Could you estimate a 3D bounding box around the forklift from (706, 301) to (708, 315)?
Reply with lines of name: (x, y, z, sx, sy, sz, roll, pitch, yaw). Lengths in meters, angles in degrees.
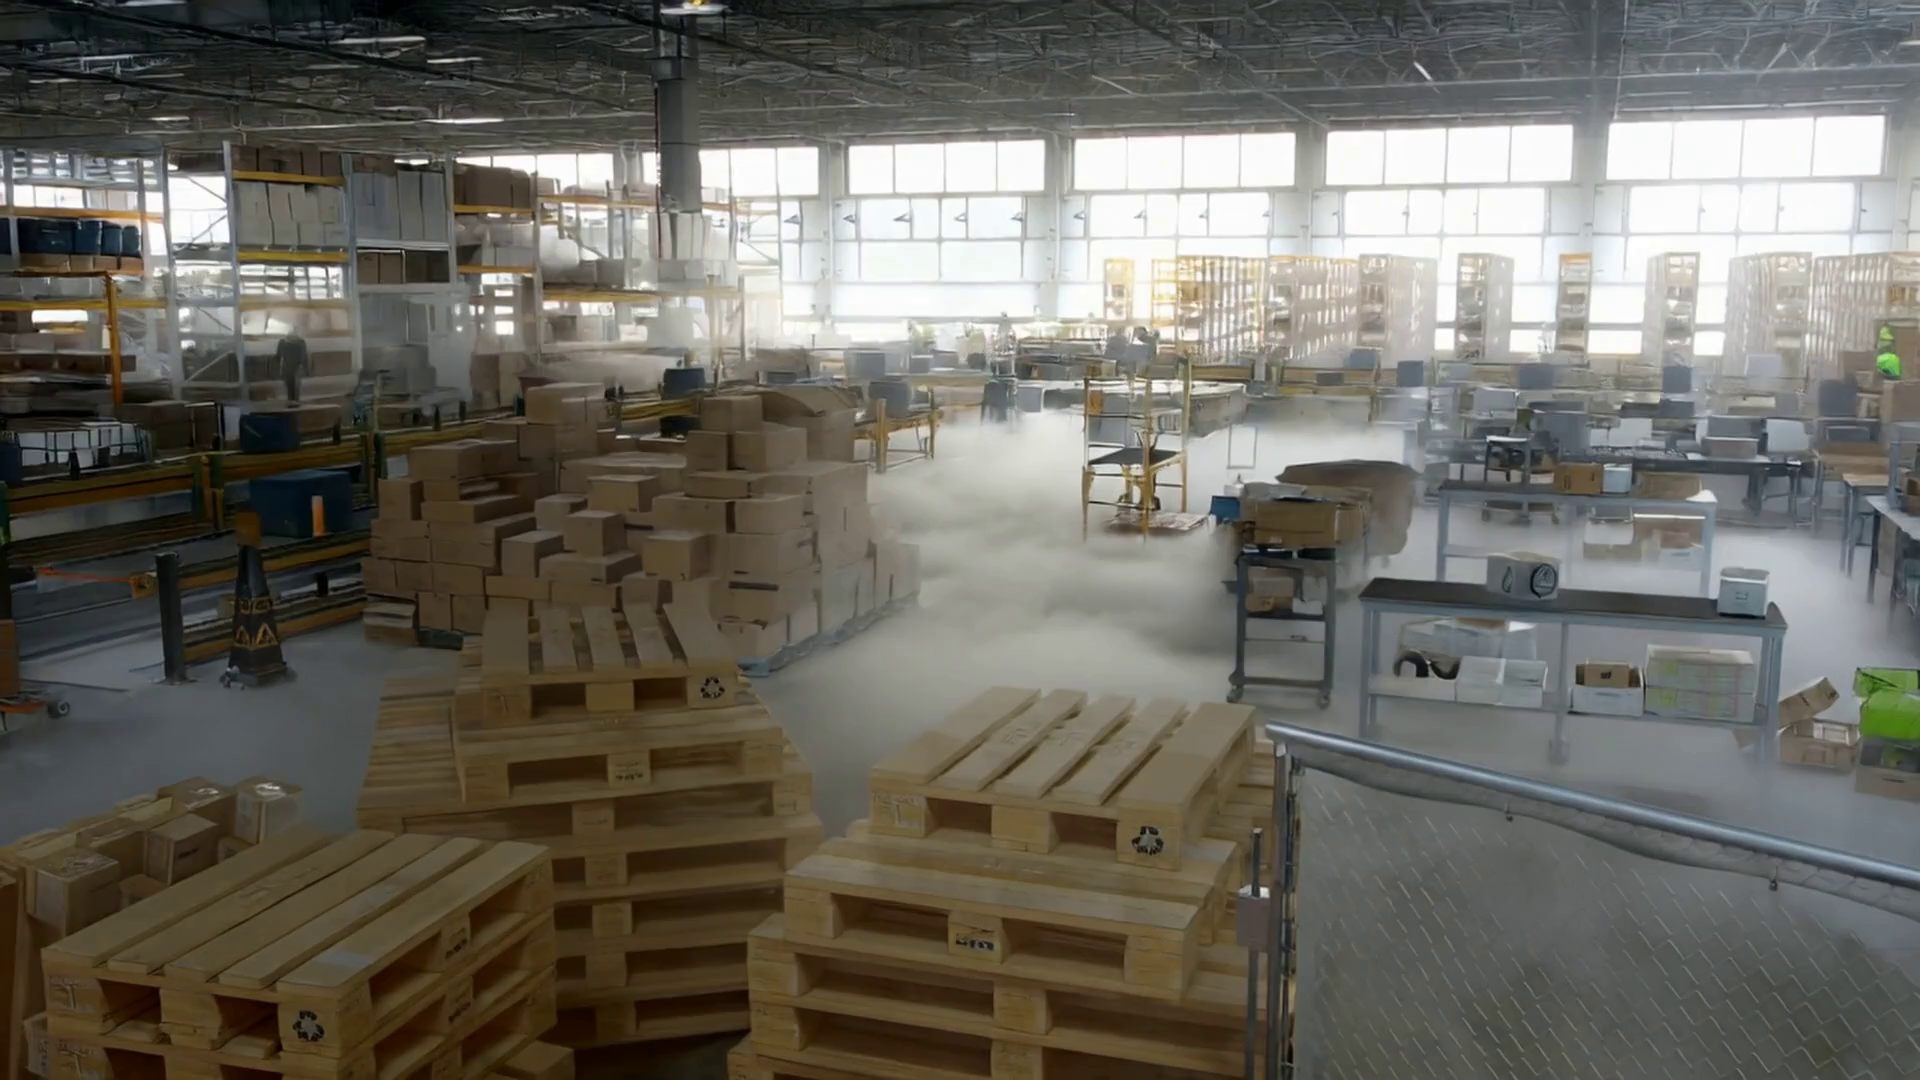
forklift: (-8.480, -7.013, 54.125, 1.129, 2.768, 1.873, 3, 10, 20)

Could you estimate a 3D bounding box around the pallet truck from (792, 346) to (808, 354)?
pallet truck: (-3.705, -4.298, 42.022, 0.653, 1.274, 1.630, 3, 10, 20)

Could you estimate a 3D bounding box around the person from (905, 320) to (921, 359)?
person: (-1.285, -5.289, 46.750, 0.957, 1.788, 0.597, 4, 10, 26)

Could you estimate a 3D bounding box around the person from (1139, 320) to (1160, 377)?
person: (5.035, -4.939, 44.338, 0.570, 1.845, 0.384, 0, 9, -1)

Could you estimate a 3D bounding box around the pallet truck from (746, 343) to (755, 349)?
pallet truck: (-6.183, -4.618, 44.264, 1.601, 1.201, 0.680, -9, 12, -43)

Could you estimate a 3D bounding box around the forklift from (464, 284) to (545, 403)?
forklift: (-10.832, -4.702, 39.610, 1.129, 2.768, 1.873, 3, 10, 20)

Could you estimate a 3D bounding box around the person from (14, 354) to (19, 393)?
person: (-22.171, -4.048, 39.534, 0.865, 1.590, 0.510, 2, 9, 10)

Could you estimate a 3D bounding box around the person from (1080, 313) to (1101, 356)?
person: (4.004, -6.077, 51.341, 0.665, 1.887, 0.650, -4, 10, -21)

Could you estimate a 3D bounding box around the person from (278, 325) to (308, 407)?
person: (-15.379, -4.013, 38.382, 0.652, 1.886, 0.647, -2, 9, -15)

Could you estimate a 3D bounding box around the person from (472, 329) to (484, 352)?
person: (-12.081, -4.478, 41.947, 0.532, 1.689, 0.322, -8, 12, -43)

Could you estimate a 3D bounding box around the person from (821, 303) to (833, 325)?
person: (-5.376, -8.724, 67.964, 0.972, 1.884, 0.571, 5, 10, 27)

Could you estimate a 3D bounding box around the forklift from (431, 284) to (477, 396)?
forklift: (-12.522, -4.959, 41.225, 1.129, 2.768, 1.873, 3, 10, 20)

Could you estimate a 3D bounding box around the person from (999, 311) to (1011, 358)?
person: (1.641, -7.525, 60.932, 0.485, 1.735, 0.343, -5, 10, -27)

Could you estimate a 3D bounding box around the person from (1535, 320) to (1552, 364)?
person: (15.759, -5.019, 44.881, 0.602, 1.830, 0.404, -8, 12, -41)
